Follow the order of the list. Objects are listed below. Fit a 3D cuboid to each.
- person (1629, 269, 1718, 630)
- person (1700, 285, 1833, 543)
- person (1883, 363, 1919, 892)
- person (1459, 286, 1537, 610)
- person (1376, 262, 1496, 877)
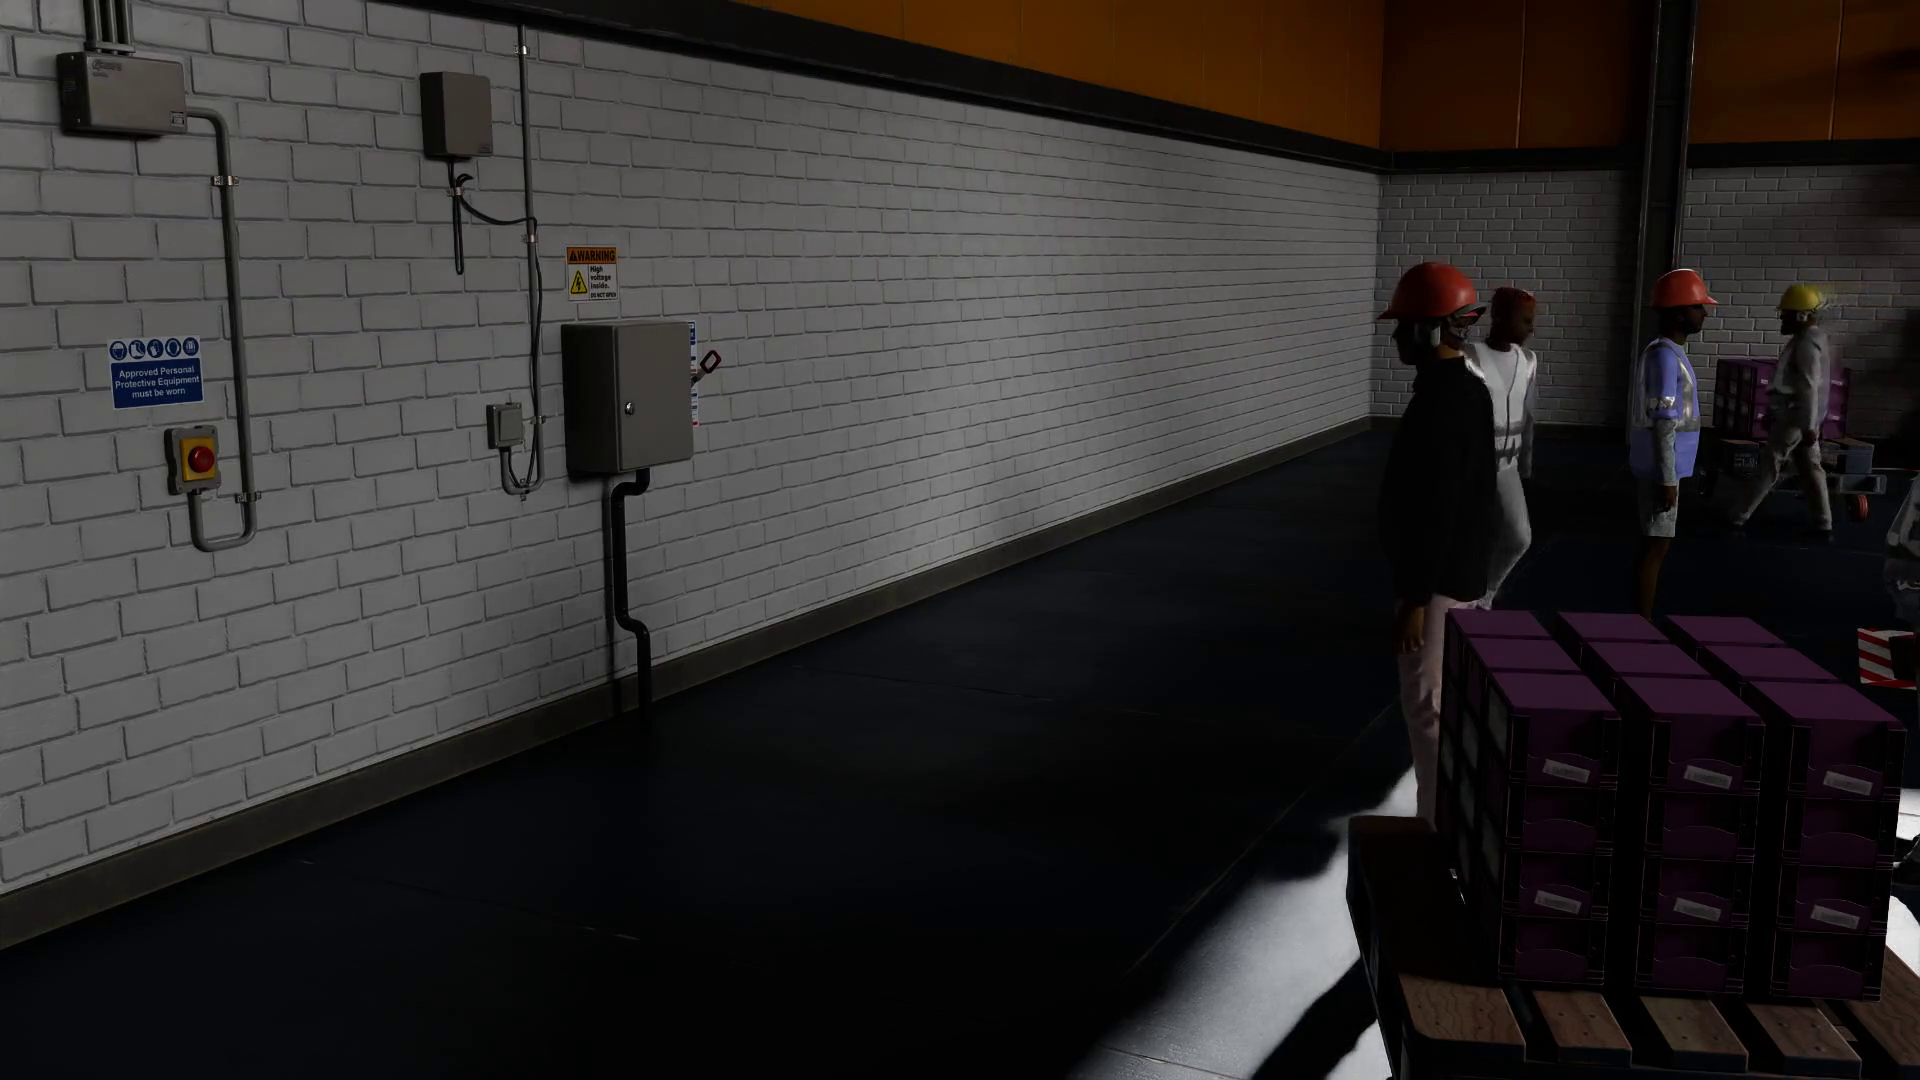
[{"bbox_3d":[3.499,-0.358,8.232,0.352,1.942,0.545,4,10,21],"label":"person"},{"bbox_3d":[5.747,-0.878,11.669,0.888,1.785,0.603,6,11,30],"label":"person"},{"bbox_3d":[3.146,0.208,5.270,0.404,1.833,0.587,8,13,40],"label":"person"},{"bbox_3d":[2.682,-0.363,8.530,0.672,1.859,0.463,-4,11,-23],"label":"person"},{"bbox_3d":[1.480,0.128,5.267,0.396,1.992,0.623,5,11,27],"label":"person"}]
